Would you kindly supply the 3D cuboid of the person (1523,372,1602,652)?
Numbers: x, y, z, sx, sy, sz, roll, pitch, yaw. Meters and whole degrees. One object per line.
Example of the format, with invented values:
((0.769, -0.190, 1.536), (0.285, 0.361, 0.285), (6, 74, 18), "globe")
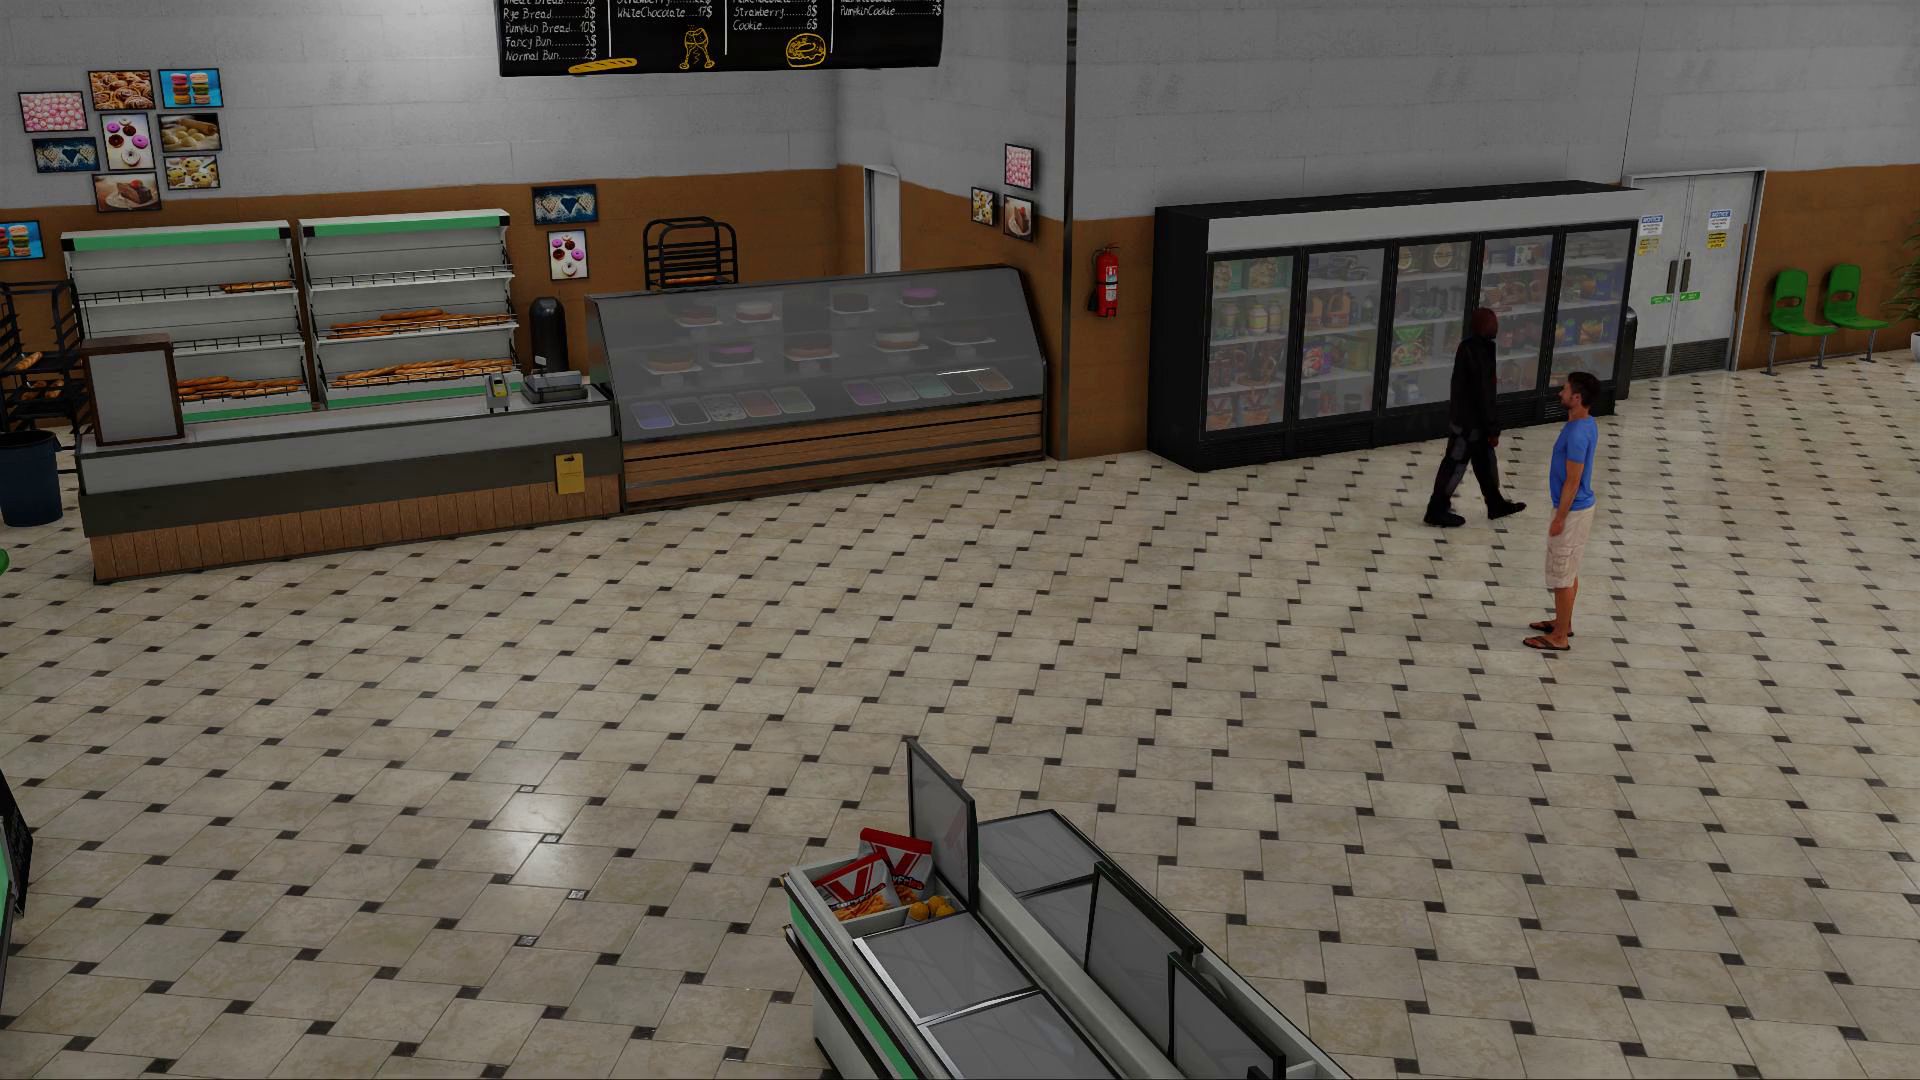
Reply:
((4.061, -0.201, 11.055), (0.771, 1.864, 0.734), (9, 21, 25), "person")

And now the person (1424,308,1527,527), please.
((4.025, -0.975, 13.454), (1.127, 1.798, 1.156), (2, 19, 6), "person")
